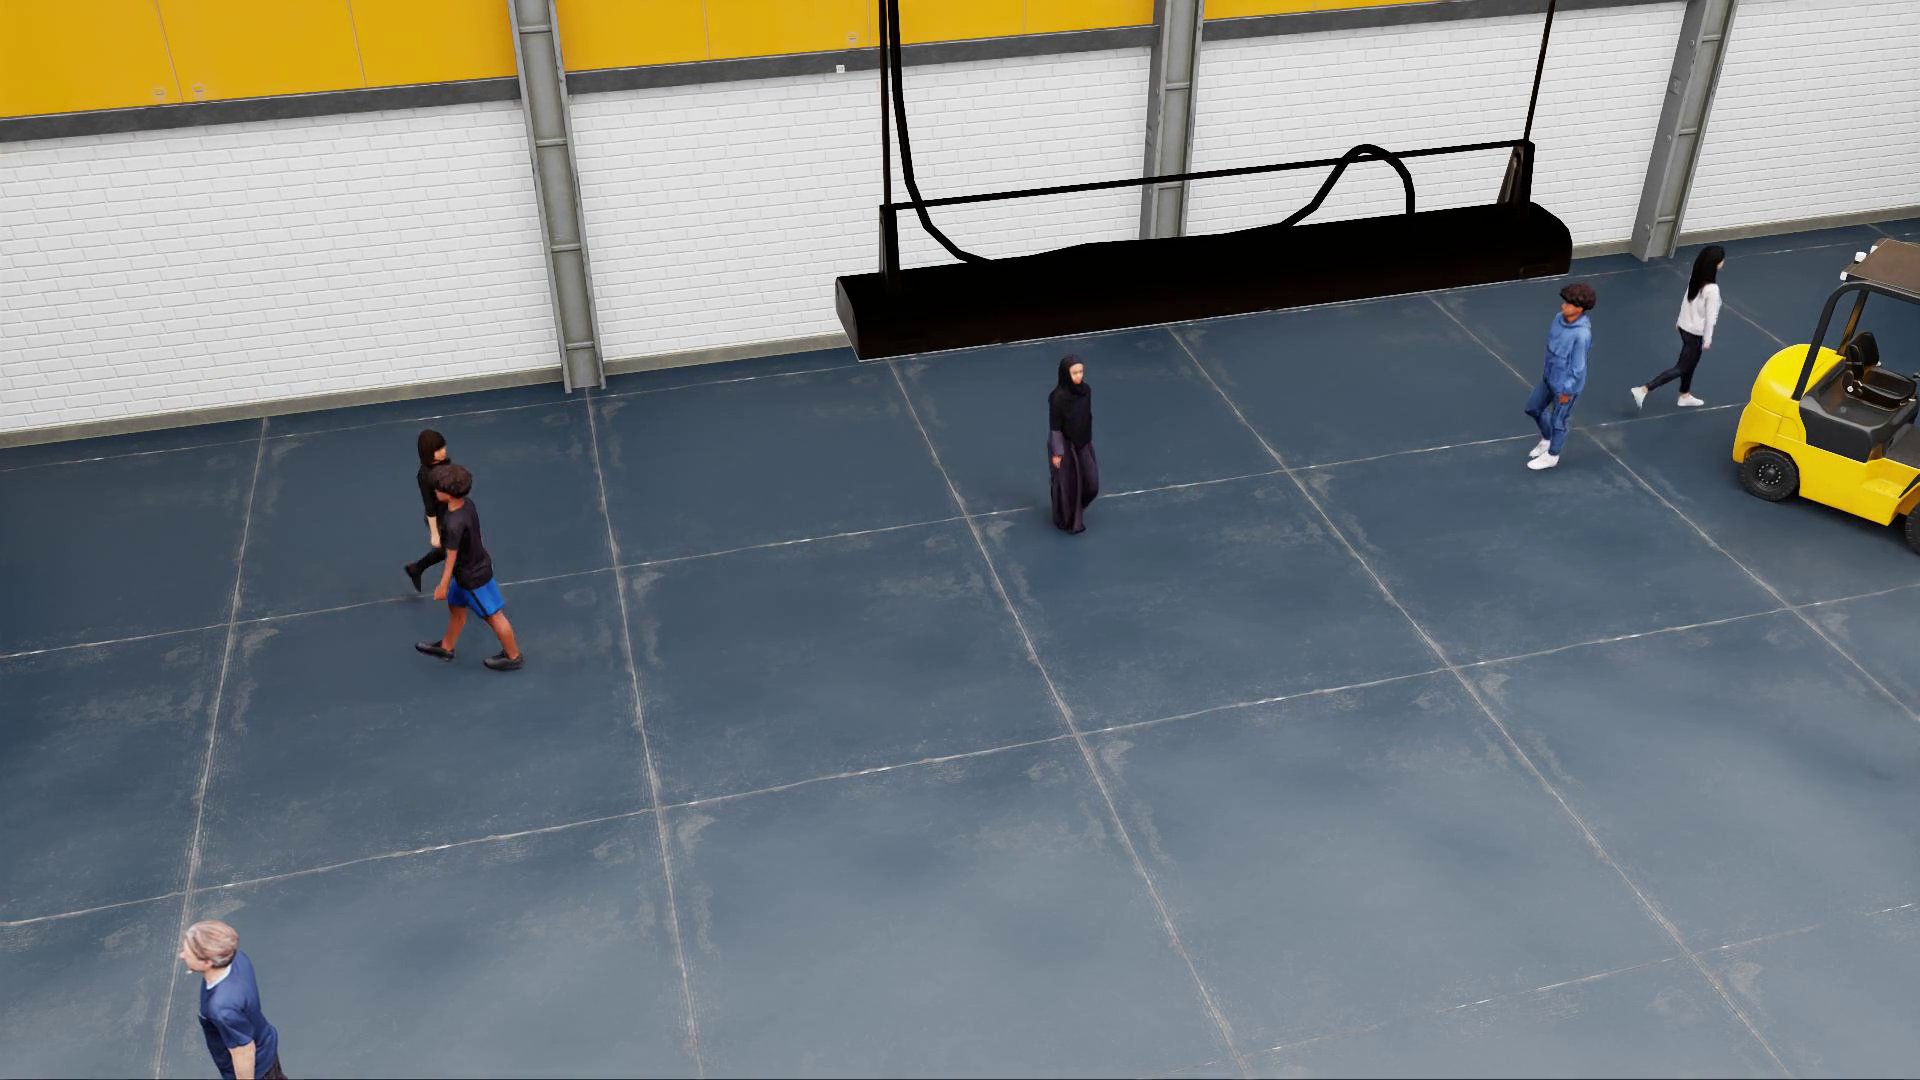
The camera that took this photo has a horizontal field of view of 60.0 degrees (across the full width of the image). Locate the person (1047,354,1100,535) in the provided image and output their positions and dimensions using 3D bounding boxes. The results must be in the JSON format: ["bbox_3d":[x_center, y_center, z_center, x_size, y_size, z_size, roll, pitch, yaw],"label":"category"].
[{"bbox_3d":[0.878,-0.830,13.880,0.787,1.606,0.780,-20,38,-27],"label":"person"}]

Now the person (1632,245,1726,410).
[{"bbox_3d":[6.738,-1.937,15.481,1.078,1.677,0.753,-2,34,-3],"label":"person"}]

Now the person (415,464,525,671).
[{"bbox_3d":[-3.469,0.238,12.130,1.037,1.765,0.658,-4,34,-5],"label":"person"}]

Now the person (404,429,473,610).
[{"bbox_3d":[-4.061,-0.153,12.857,1.112,1.612,0.879,6,34,9],"label":"person"}]

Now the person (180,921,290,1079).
[{"bbox_3d":[-3.607,2.620,8.451,0.556,1.871,0.672,-11,35,-16],"label":"person"}]

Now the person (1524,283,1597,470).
[{"bbox_3d":[5.371,-1.435,14.620,0.631,1.794,0.688,-7,34,-10],"label":"person"}]
